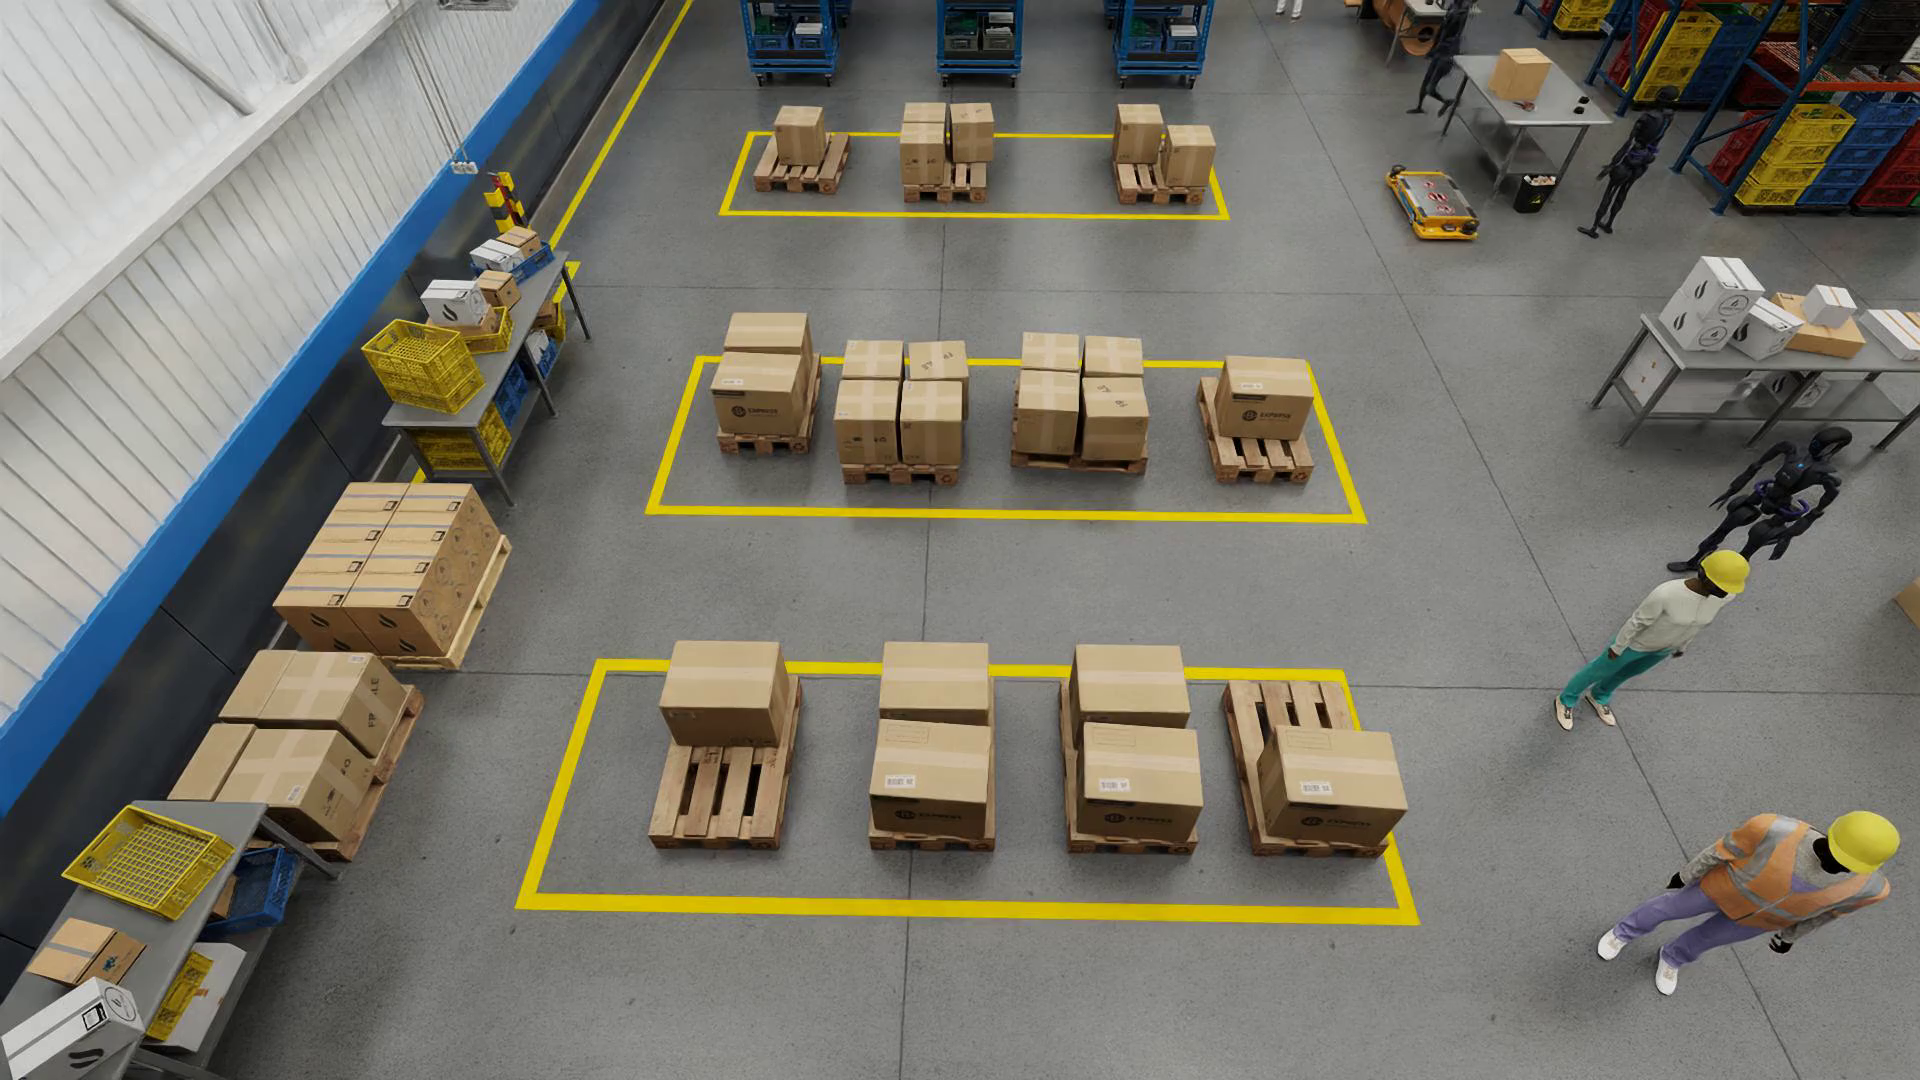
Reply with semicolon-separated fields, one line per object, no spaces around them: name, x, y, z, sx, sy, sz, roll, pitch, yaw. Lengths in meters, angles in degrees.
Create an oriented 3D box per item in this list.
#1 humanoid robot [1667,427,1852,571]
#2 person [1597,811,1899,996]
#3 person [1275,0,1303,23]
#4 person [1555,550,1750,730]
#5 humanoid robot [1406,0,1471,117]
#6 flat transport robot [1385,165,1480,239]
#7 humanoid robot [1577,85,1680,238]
humanoid robot;5.922;-0.194;6.761;0.321;1.657;0.608;-13;50;-11
person;4.109;1.893;4.798;0.585;1.928;0.366;31;56;24
person;5.443;-9.256;14.485;0.574;1.875;0.355;36;58;27
person;4.493;0.670;5.962;0.524;1.768;0.306;-4;49;-3
humanoid robot;6.512;-6.521;12.246;0.467;1.642;0.596;-2;49;-2
flat transport robot;5.692;-4.094;11.059;0.652;0.197;1.431;1;49;1
humanoid robot;7.495;-4.216;10.242;0.612;1.657;0.318;-17;51;-14
